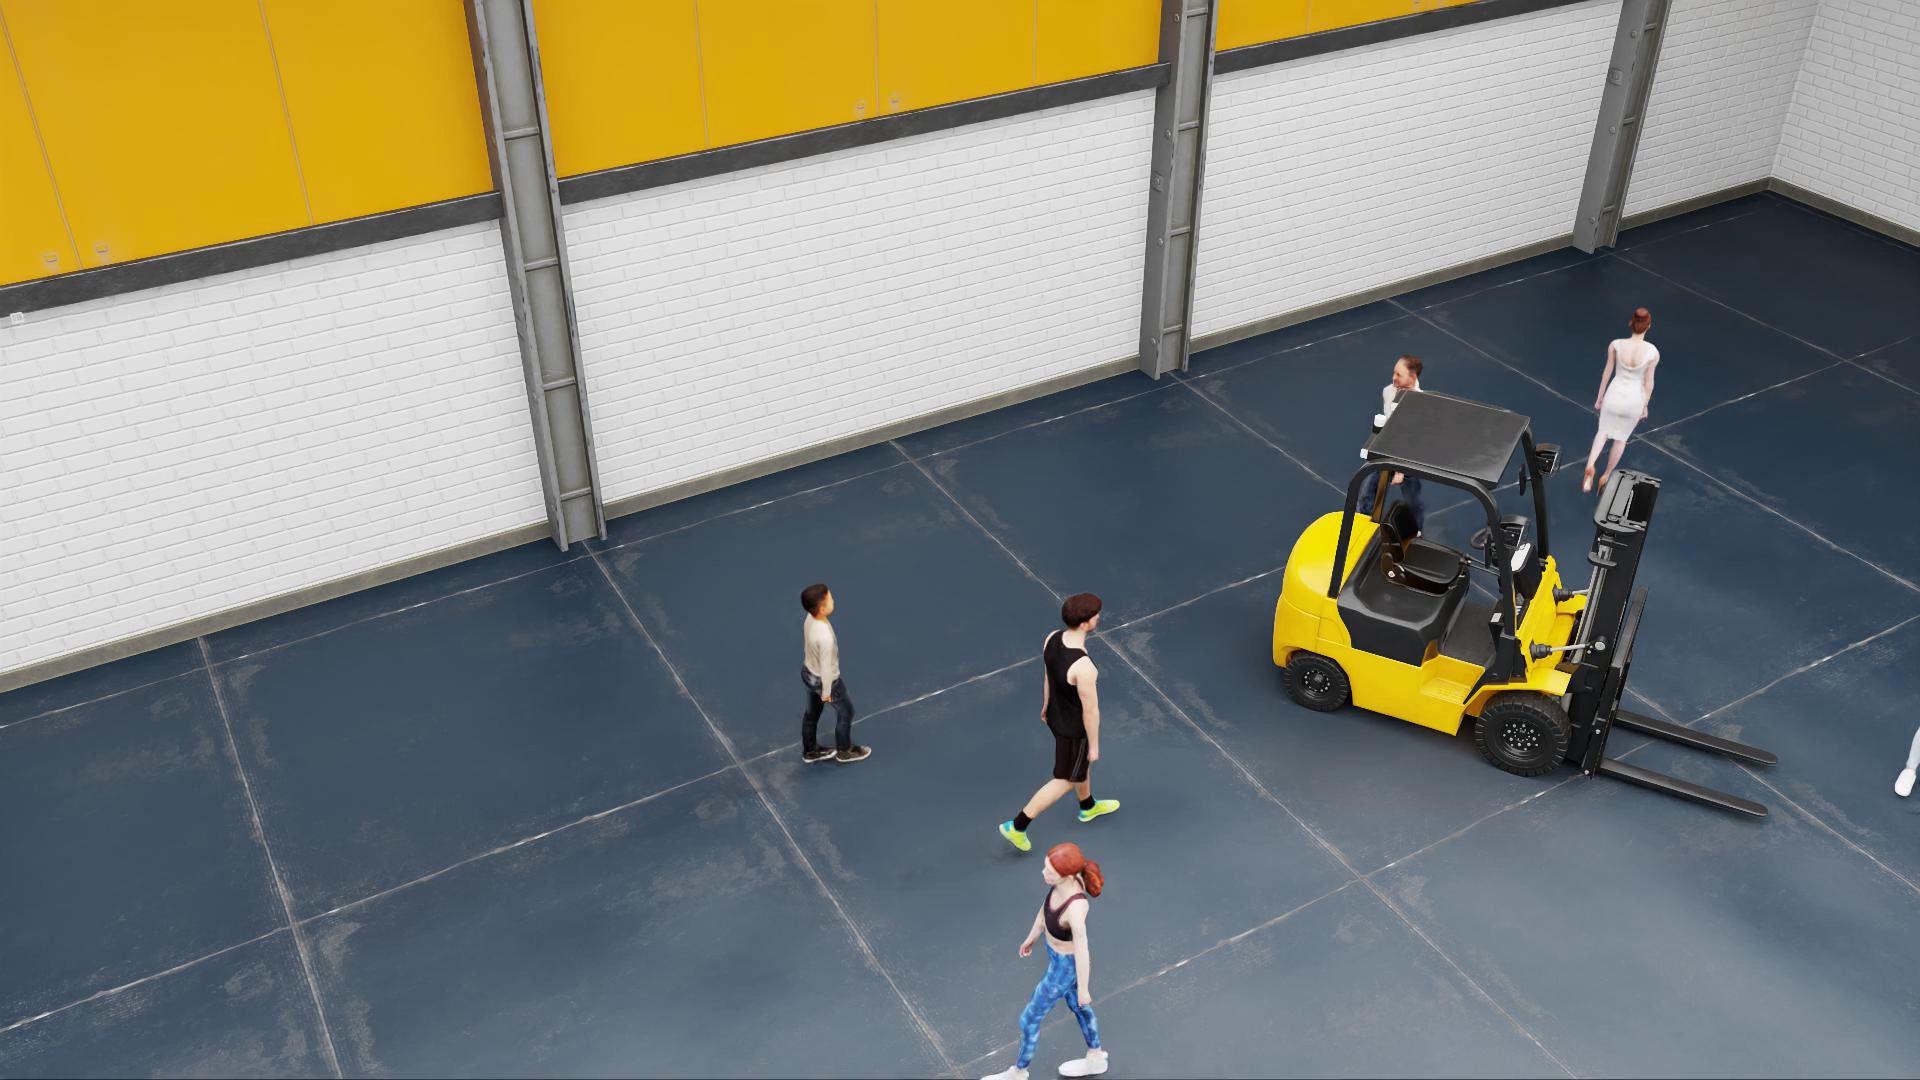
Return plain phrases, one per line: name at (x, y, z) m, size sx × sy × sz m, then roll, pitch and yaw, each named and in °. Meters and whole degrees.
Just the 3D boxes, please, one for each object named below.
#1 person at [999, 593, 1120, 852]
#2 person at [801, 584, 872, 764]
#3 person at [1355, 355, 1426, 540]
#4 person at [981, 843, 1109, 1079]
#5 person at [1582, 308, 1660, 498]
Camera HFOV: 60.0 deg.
person at (0.626, 1.171, 10.435) m, size 1.161 × 1.863 × 0.748 m, roll -14°, pitch 36°, yaw -20°
person at (-0.987, 0.934, 11.163) m, size 0.658 × 1.451 × 0.548 m, roll -17°, pitch 37°, yaw -24°
person at (3.585, -0.644, 13.218) m, size 1.195 × 1.806 × 0.704 m, roll -16°, pitch 37°, yaw -23°
person at (0.648, 2.274, 8.870) m, size 1.044 × 1.758 × 0.837 m, roll -2°, pitch 34°, yaw -2°
person at (5.497, -1.089, 13.909) m, size 0.736 × 1.782 × 0.880 m, roll 24°, pitch 41°, yaw 32°
